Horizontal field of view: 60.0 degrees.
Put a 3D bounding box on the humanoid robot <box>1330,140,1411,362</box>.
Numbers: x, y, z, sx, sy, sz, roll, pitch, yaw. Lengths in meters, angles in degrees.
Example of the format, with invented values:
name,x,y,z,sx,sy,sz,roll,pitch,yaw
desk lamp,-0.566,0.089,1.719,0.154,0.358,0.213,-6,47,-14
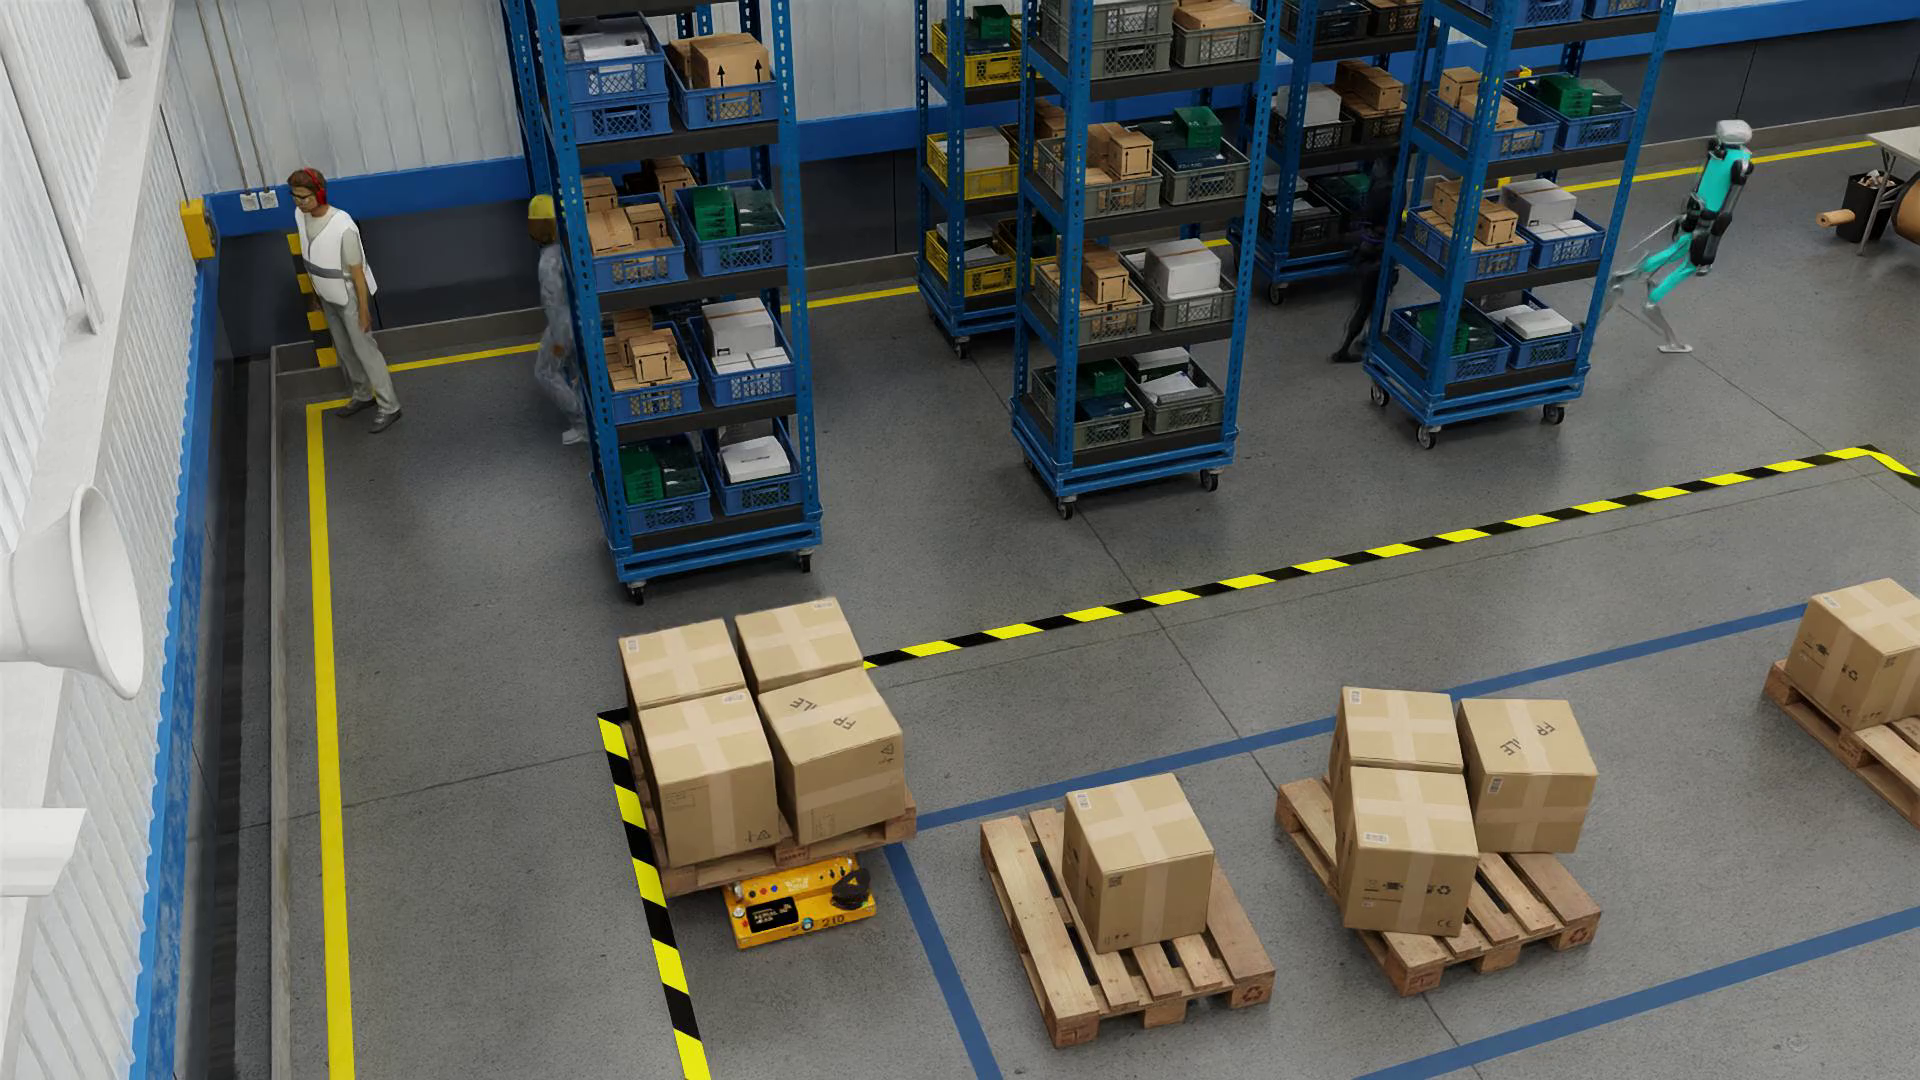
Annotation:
name,x,y,z,sx,sy,sz,roll,pitch,yaw
humanoid robot,2.963,-2.022,11.708,0.602,1.637,0.607,-4,35,-6

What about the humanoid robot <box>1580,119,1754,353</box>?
name,x,y,z,sx,sy,sz,roll,pitch,yaw
humanoid robot,4.924,-2.100,11.768,0.967,1.763,0.543,0,35,0

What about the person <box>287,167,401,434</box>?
name,x,y,z,sx,sy,sz,roll,pitch,yaw
person,-4.056,-1.598,10.961,0.561,1.836,0.377,25,42,31

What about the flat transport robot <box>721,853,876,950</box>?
name,x,y,z,sx,sy,sz,roll,pitch,yaw
flat transport robot,-0.925,1.340,8.132,0.652,0.197,1.431,-11,37,-15

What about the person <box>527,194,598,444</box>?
name,x,y,z,sx,sy,sz,roll,pitch,yaw
person,-2.570,-1.397,10.774,0.382,1.707,0.528,7,36,10
